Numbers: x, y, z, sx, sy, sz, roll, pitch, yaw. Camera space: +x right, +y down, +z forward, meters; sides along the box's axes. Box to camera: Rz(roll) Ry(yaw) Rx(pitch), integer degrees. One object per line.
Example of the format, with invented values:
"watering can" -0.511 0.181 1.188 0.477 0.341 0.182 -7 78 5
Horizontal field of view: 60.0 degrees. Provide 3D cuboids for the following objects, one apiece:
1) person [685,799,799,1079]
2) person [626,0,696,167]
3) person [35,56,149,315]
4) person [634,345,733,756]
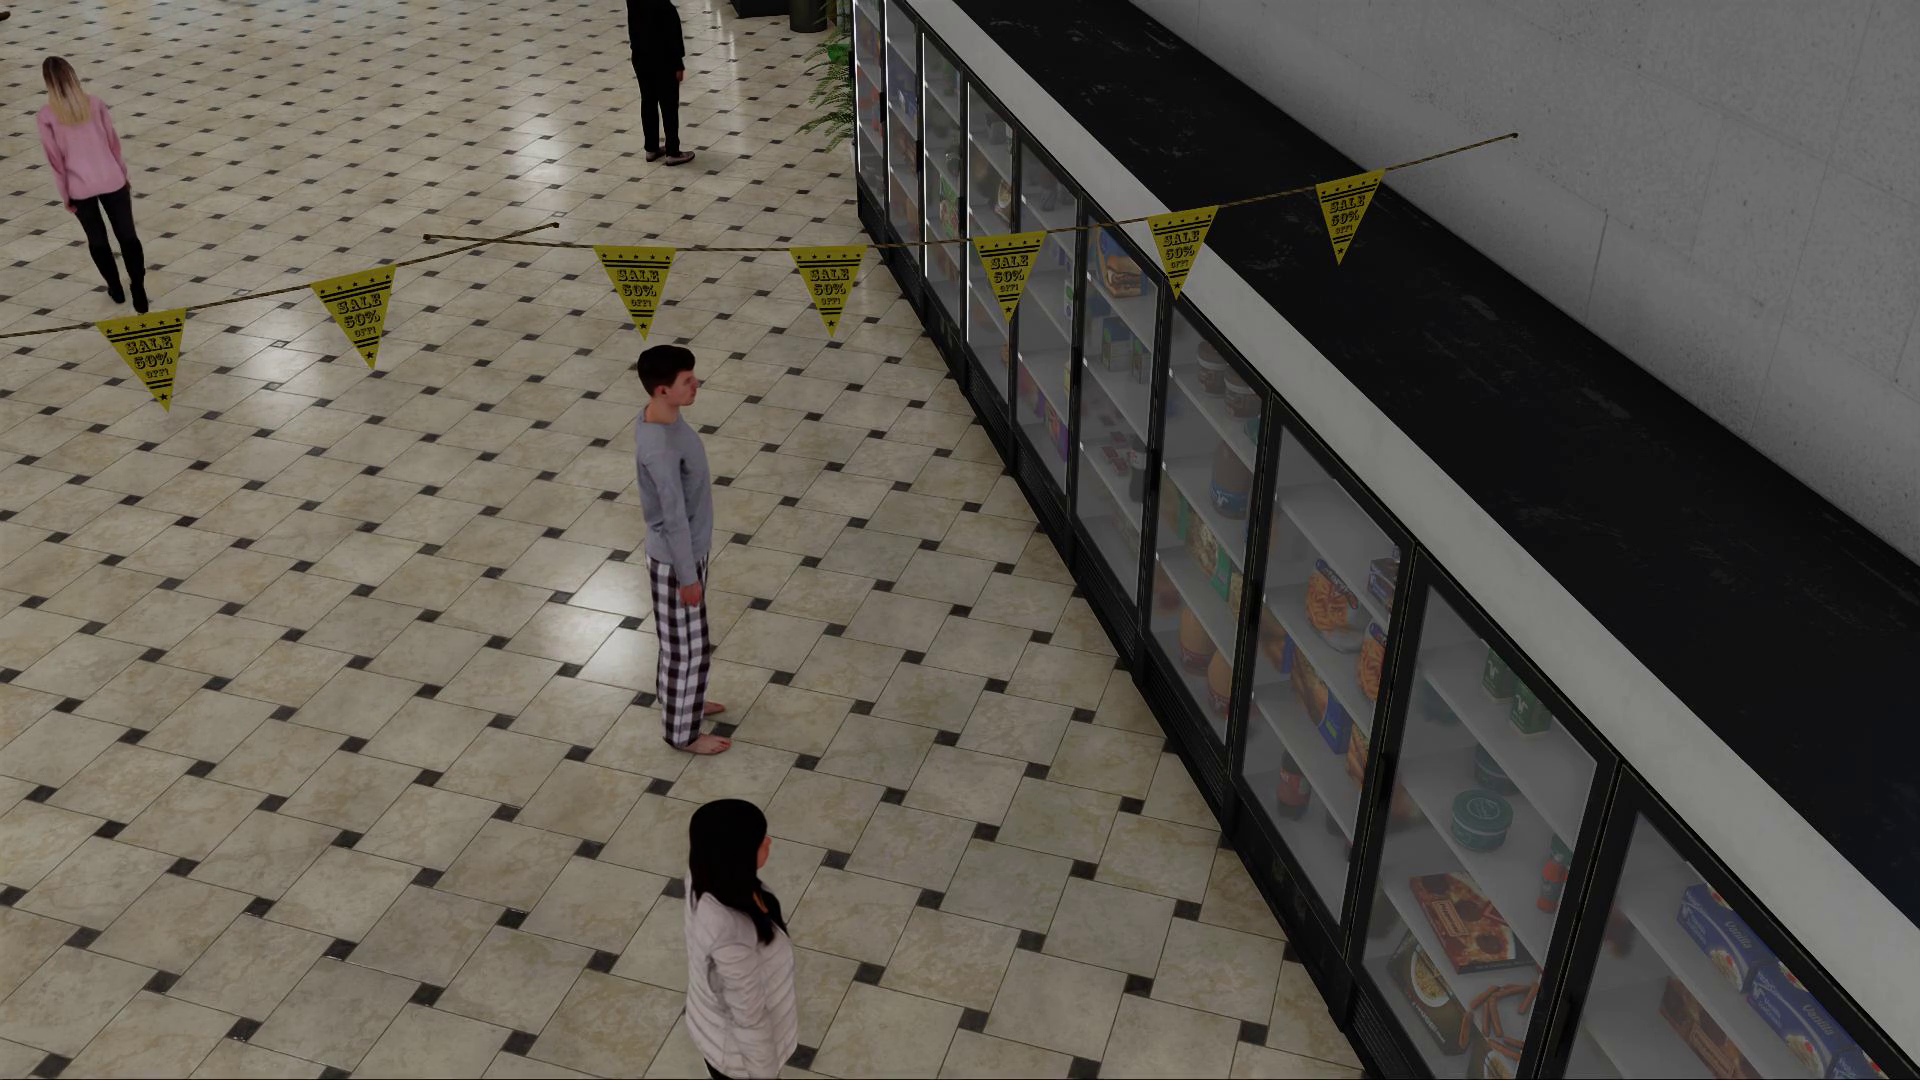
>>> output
"person" -0.650 1.399 4.851 0.581 1.636 0.647 -12 34 -19
"person" -2.417 -3.804 13.234 0.769 1.616 0.819 20 37 28
"person" -5.531 -2.243 10.674 1.019 1.670 0.855 -19 37 -28
"person" -1.165 0.042 6.833 0.561 1.847 0.646 -5 32 -8
